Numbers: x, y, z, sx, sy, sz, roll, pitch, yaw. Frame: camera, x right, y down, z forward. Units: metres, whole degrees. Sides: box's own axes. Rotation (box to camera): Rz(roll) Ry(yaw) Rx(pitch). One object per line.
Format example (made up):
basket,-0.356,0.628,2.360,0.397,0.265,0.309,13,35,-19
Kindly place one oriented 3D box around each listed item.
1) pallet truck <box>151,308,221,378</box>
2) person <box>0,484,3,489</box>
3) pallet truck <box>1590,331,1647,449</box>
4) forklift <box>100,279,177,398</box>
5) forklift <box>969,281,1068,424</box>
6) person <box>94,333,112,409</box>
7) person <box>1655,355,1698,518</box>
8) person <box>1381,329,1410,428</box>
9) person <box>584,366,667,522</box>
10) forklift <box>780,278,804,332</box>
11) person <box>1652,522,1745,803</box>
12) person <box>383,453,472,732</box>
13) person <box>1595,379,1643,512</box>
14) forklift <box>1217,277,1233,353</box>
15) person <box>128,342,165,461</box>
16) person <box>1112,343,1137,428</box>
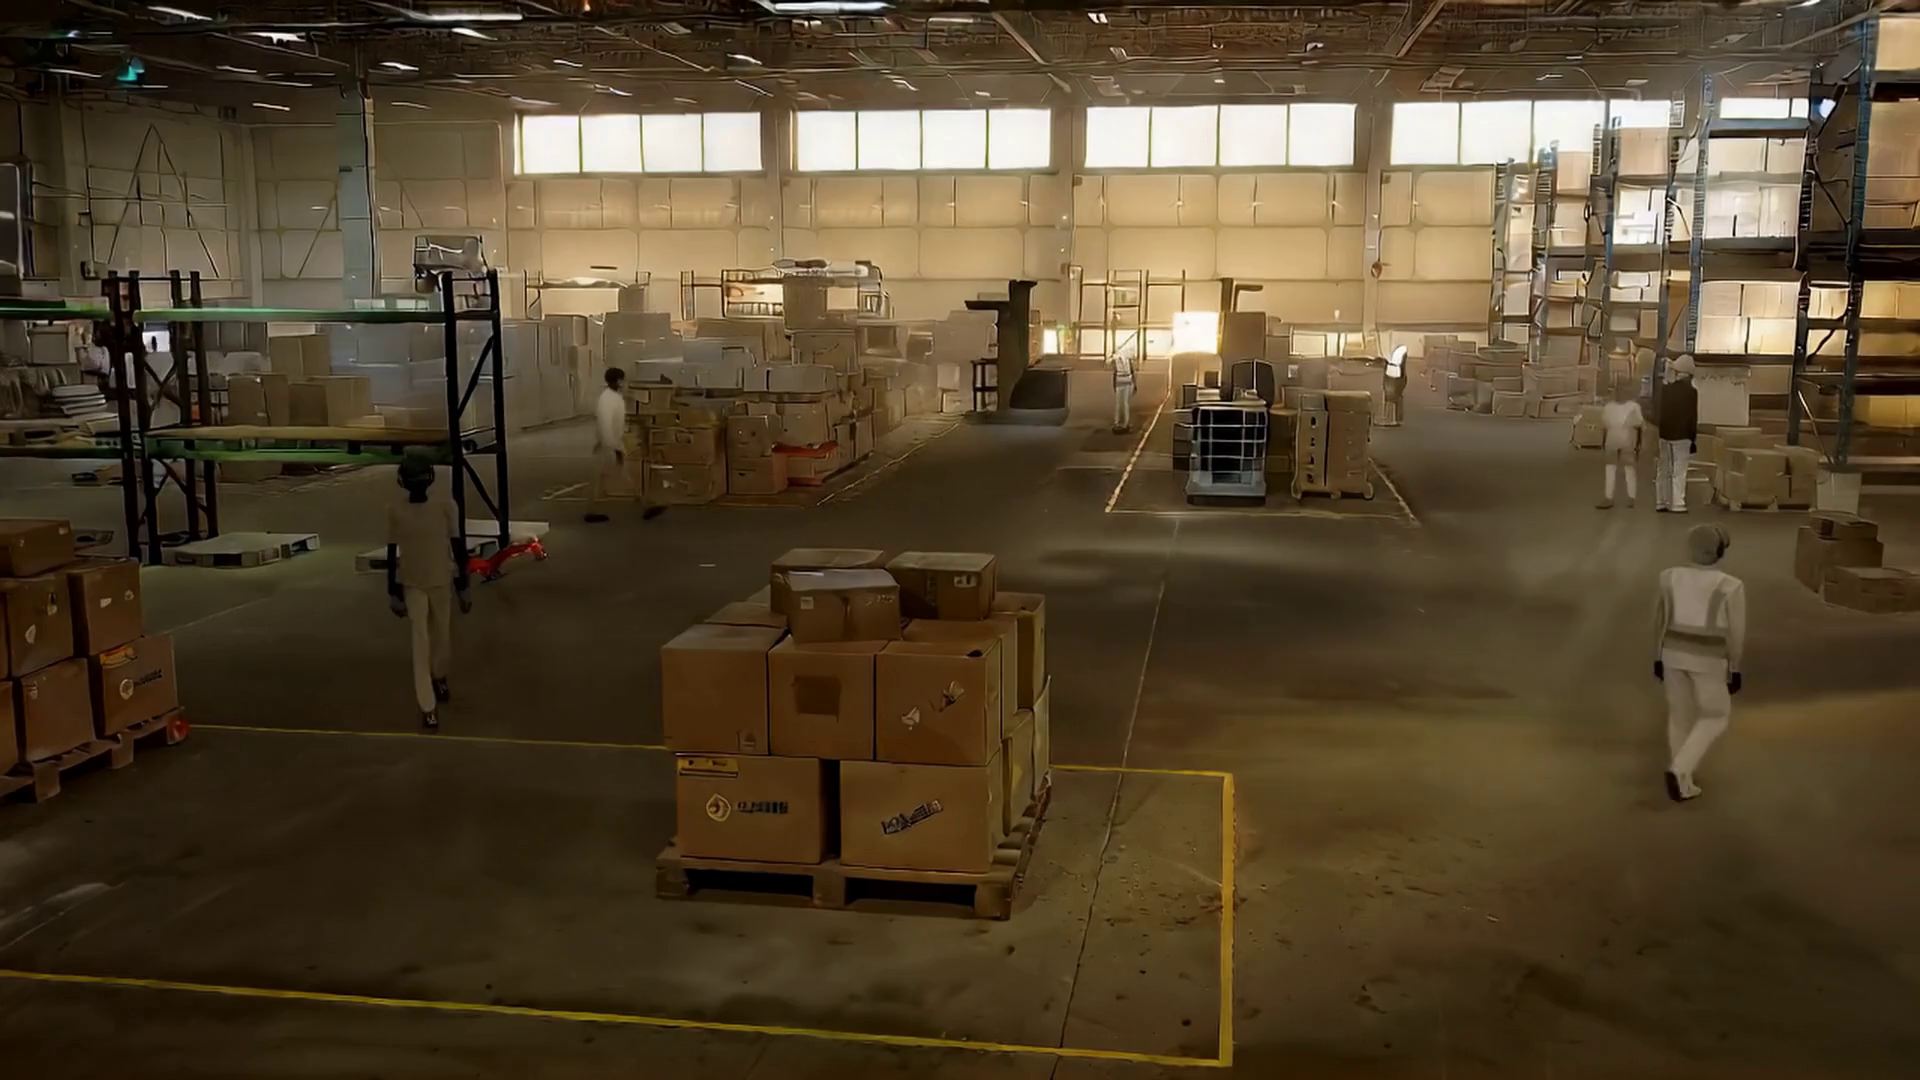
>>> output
pallet truck,-21.869,-5.598,47.154,0.823,1.965,1.885,4,10,26
person,-13.166,-1.548,22.044,0.995,2.000,0.692,1,9,9
pallet truck,11.253,-2.573,28.499,0.823,1.965,1.885,5,10,27
forklift,-19.606,-4.720,39.027,1.873,2.768,1.129,1,9,9
forklift,1.194,-3.753,33.059,1.873,2.768,1.129,1,9,9
person,-18.667,-3.660,36.187,0.391,1.674,0.555,-2,10,-15
person,8.831,-1.269,20.457,0.375,1.997,0.609,-3,10,-19
person,8.405,-3.108,32.079,0.397,1.911,0.587,-5,11,-31
person,-4.080,-1.142,20.006,1.019,1.882,0.658,0,9,-1
forklift,-4.257,-5.269,42.409,1.873,2.768,1.129,1,9,9
person,4.128,0.710,9.384,0.459,1.622,0.531,-7,12,-38
person,-3.603,0.305,11.266,0.534,1.841,0.893,-3,10,-20
person,8.313,-1.184,20.942,0.498,1.671,0.533,-9,13,-43
forklift,7.728,-6.237,48.378,1.873,2.768,1.129,1,9,9
person,-12.907,-2.177,26.310,0.648,1.915,0.688,2,9,13
person,3.183,-2.991,32.177,0.513,1.641,0.307,-3,10,-16
